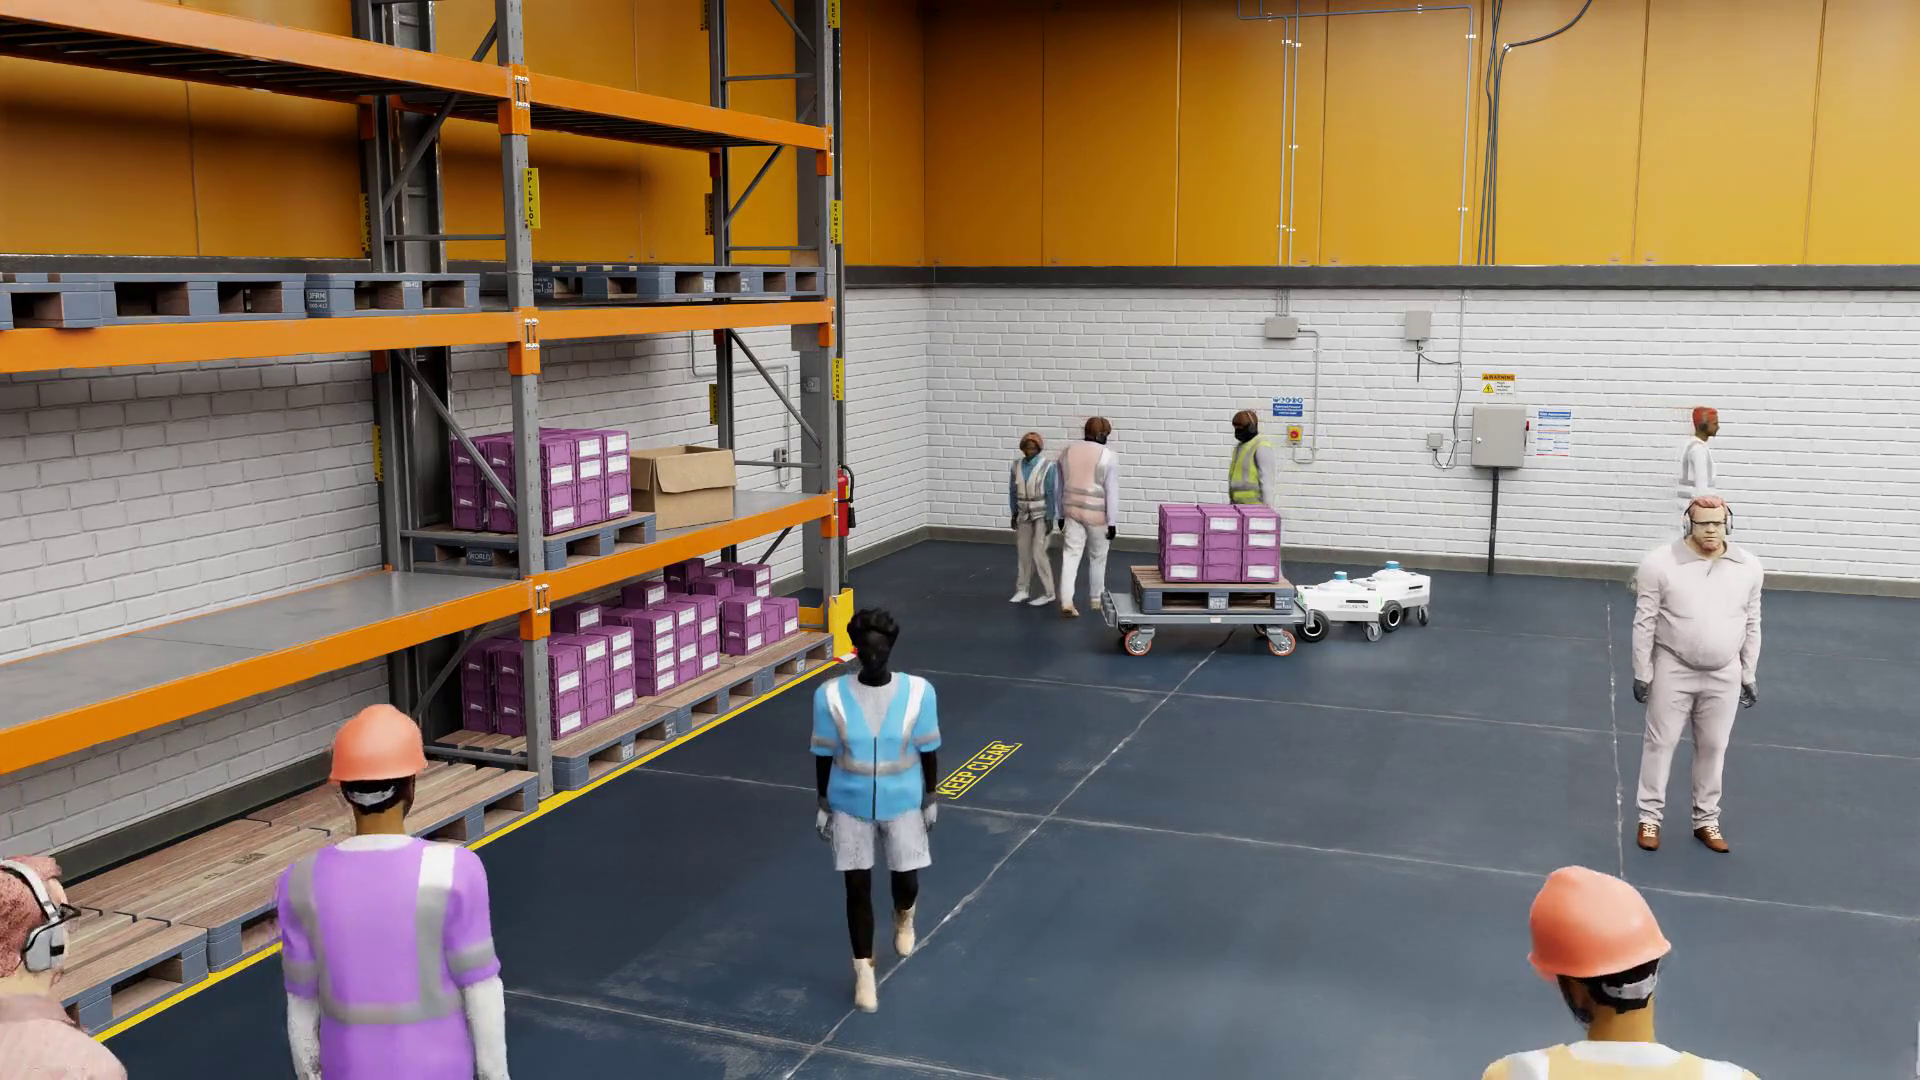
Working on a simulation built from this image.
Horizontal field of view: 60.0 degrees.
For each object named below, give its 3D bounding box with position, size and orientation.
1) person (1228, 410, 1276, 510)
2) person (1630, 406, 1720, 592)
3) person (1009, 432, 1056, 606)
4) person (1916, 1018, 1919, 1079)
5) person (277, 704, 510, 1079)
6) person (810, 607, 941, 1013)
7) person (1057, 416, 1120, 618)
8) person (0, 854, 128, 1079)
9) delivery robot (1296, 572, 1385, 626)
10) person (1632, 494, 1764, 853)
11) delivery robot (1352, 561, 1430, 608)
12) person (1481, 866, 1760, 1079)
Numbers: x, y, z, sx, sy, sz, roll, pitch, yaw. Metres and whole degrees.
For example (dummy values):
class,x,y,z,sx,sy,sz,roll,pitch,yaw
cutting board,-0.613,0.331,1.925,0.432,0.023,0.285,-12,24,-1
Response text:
class,x,y,z,sx,sy,sz,roll,pitch,yaw
person,2.603,-0.299,15.350,0.871,1.793,0.666,-2,9,-10
person,6.750,-0.320,15.367,0.976,1.843,0.591,4,10,23
person,0.673,-0.195,15.281,0.549,1.618,0.378,8,12,40
person,2.179,1.584,3.451,0.809,1.837,0.522,-8,12,-41
person,-1.460,1.394,4.305,0.587,1.928,0.555,0,9,2
person,-0.353,1.090,6.988,0.540,1.687,0.498,0,9,-3
person,1.114,-0.202,14.816,0.643,1.790,0.914,5,10,30
person,-1.967,1.576,3.436,0.639,1.858,1.013,2,9,13
delivery robot,3.170,0.509,13.879,0.707,0.478,0.477,1,9,7
person,3.872,0.701,8.738,0.648,1.907,0.401,1,9,7
delivery robot,3.733,0.426,14.396,0.707,0.478,0.477,-6,11,-34
person,1.252,1.592,3.192,0.555,1.894,0.753,3,10,19
